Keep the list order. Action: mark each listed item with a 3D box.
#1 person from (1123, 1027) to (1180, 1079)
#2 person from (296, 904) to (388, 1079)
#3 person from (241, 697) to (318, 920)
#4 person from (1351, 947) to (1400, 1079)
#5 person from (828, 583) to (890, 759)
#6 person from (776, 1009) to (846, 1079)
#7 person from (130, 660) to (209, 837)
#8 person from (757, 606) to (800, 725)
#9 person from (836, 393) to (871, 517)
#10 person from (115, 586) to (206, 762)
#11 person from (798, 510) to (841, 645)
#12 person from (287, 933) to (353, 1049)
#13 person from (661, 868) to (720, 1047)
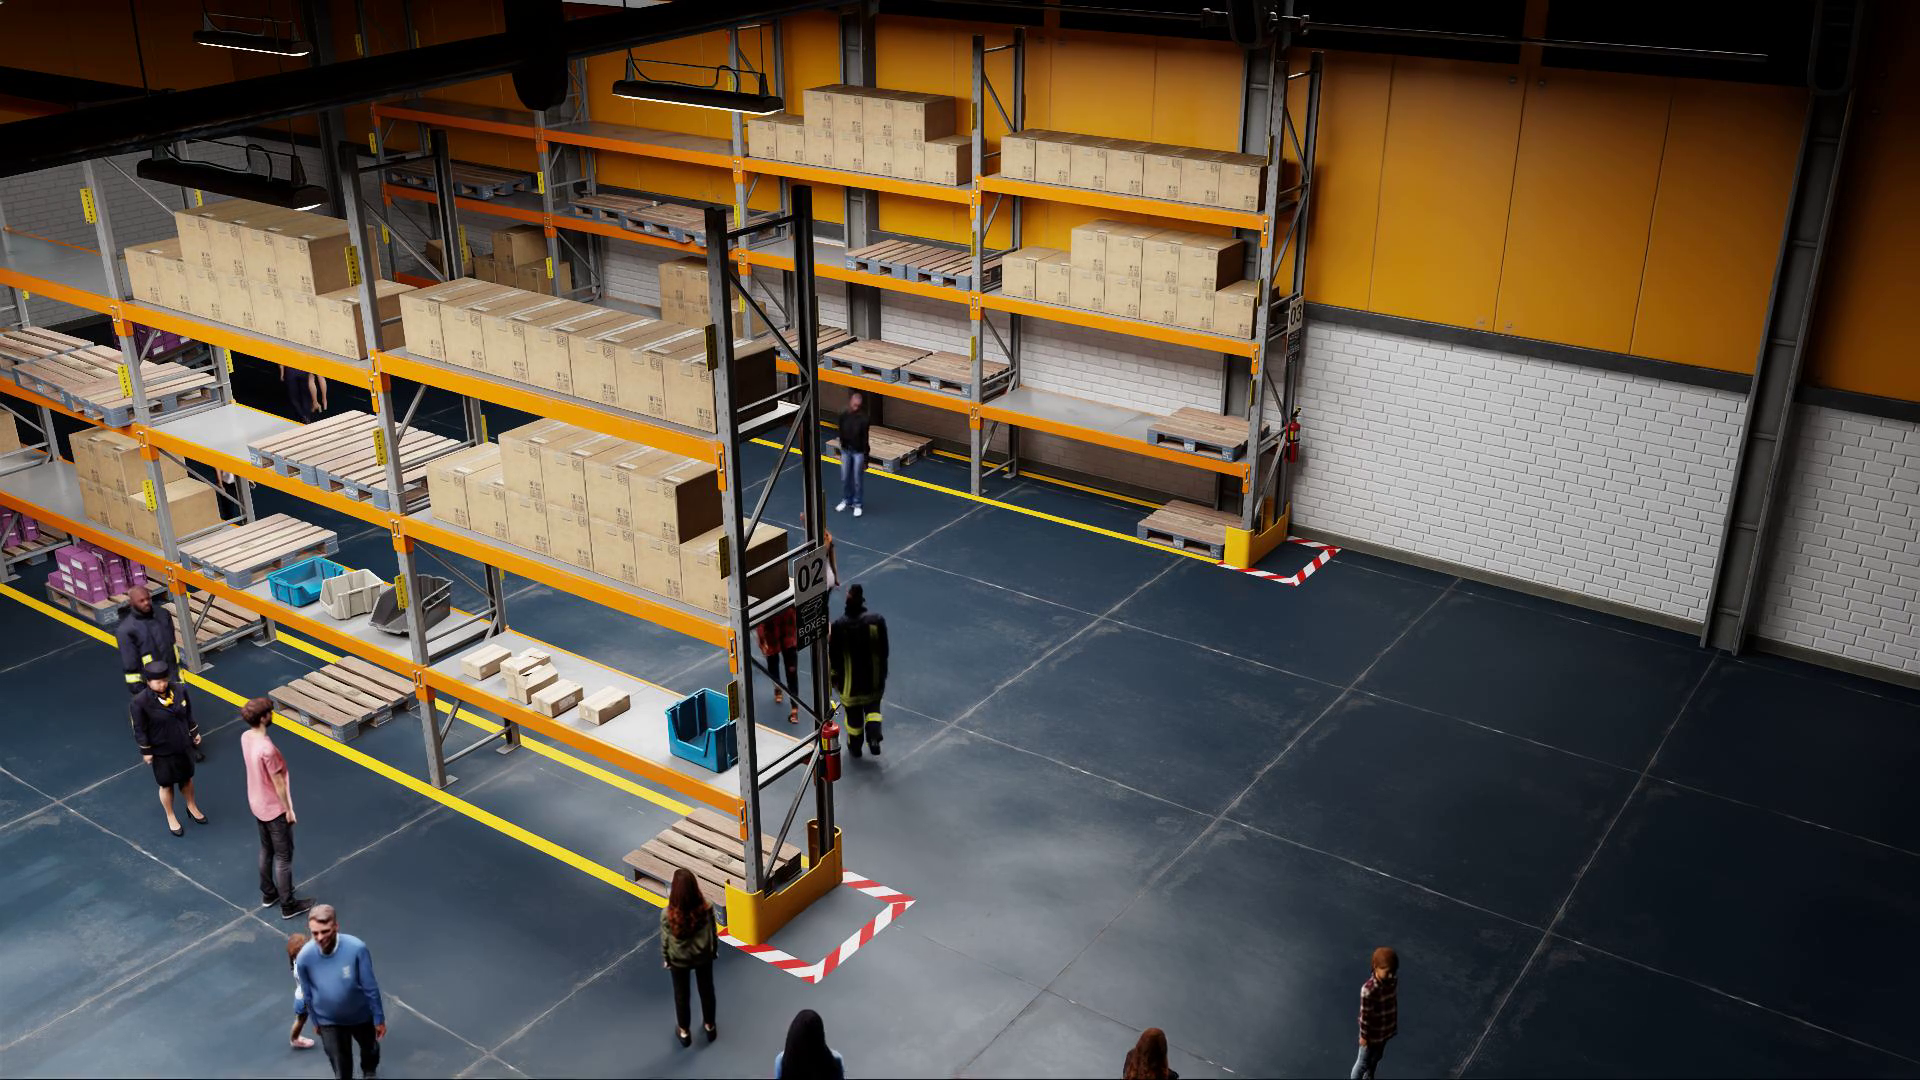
[{"bbox_3d":[1.166,3.772,10.606,0.753,1.495,0.734,-17,29,-33],"label":"person"},{"bbox_3d":[-4.225,3.227,11.499,1.111,1.778,1.254,-7,25,-16],"label":"person"},{"bbox_3d":[-5.675,2.186,13.660,0.521,1.955,0.684,19,30,36],"label":"person"},{"bbox_3d":[2.910,3.407,11.677,0.574,1.306,0.570,-19,30,-37],"label":"person"},{"bbox_3d":[-0.933,1.291,15.837,0.952,1.851,1.009,-5,24,-12],"label":"person"},{"bbox_3d":[-0.926,3.738,10.443,1.045,1.689,0.958,2,24,5],"label":"person"},{"bbox_3d":[-7.048,1.830,14.835,0.625,1.666,0.697,18,29,35],"label":"person"},{"bbox_3d":[-1.850,0.986,16.791,1.076,1.646,1.169,-5,24,-12],"label":"person"},{"bbox_3d":[-1.368,-1.122,21.541,0.676,1.705,0.811,16,28,32],"label":"person"},{"bbox_3d":[-7.778,1.261,15.979,1.143,1.793,0.741,16,28,31],"label":"person"},{"bbox_3d":[-1.474,0.523,17.809,0.754,1.679,1.065,-19,30,-36],"label":"person"},{"bbox_3d":[-4.844,3.337,12.232,0.766,0.991,0.694,-3,24,-7],"label":"person"},{"bbox_3d":[-1.976,3.063,12.256,0.647,1.473,0.687,-6,24,-14],"label":"person"}]
